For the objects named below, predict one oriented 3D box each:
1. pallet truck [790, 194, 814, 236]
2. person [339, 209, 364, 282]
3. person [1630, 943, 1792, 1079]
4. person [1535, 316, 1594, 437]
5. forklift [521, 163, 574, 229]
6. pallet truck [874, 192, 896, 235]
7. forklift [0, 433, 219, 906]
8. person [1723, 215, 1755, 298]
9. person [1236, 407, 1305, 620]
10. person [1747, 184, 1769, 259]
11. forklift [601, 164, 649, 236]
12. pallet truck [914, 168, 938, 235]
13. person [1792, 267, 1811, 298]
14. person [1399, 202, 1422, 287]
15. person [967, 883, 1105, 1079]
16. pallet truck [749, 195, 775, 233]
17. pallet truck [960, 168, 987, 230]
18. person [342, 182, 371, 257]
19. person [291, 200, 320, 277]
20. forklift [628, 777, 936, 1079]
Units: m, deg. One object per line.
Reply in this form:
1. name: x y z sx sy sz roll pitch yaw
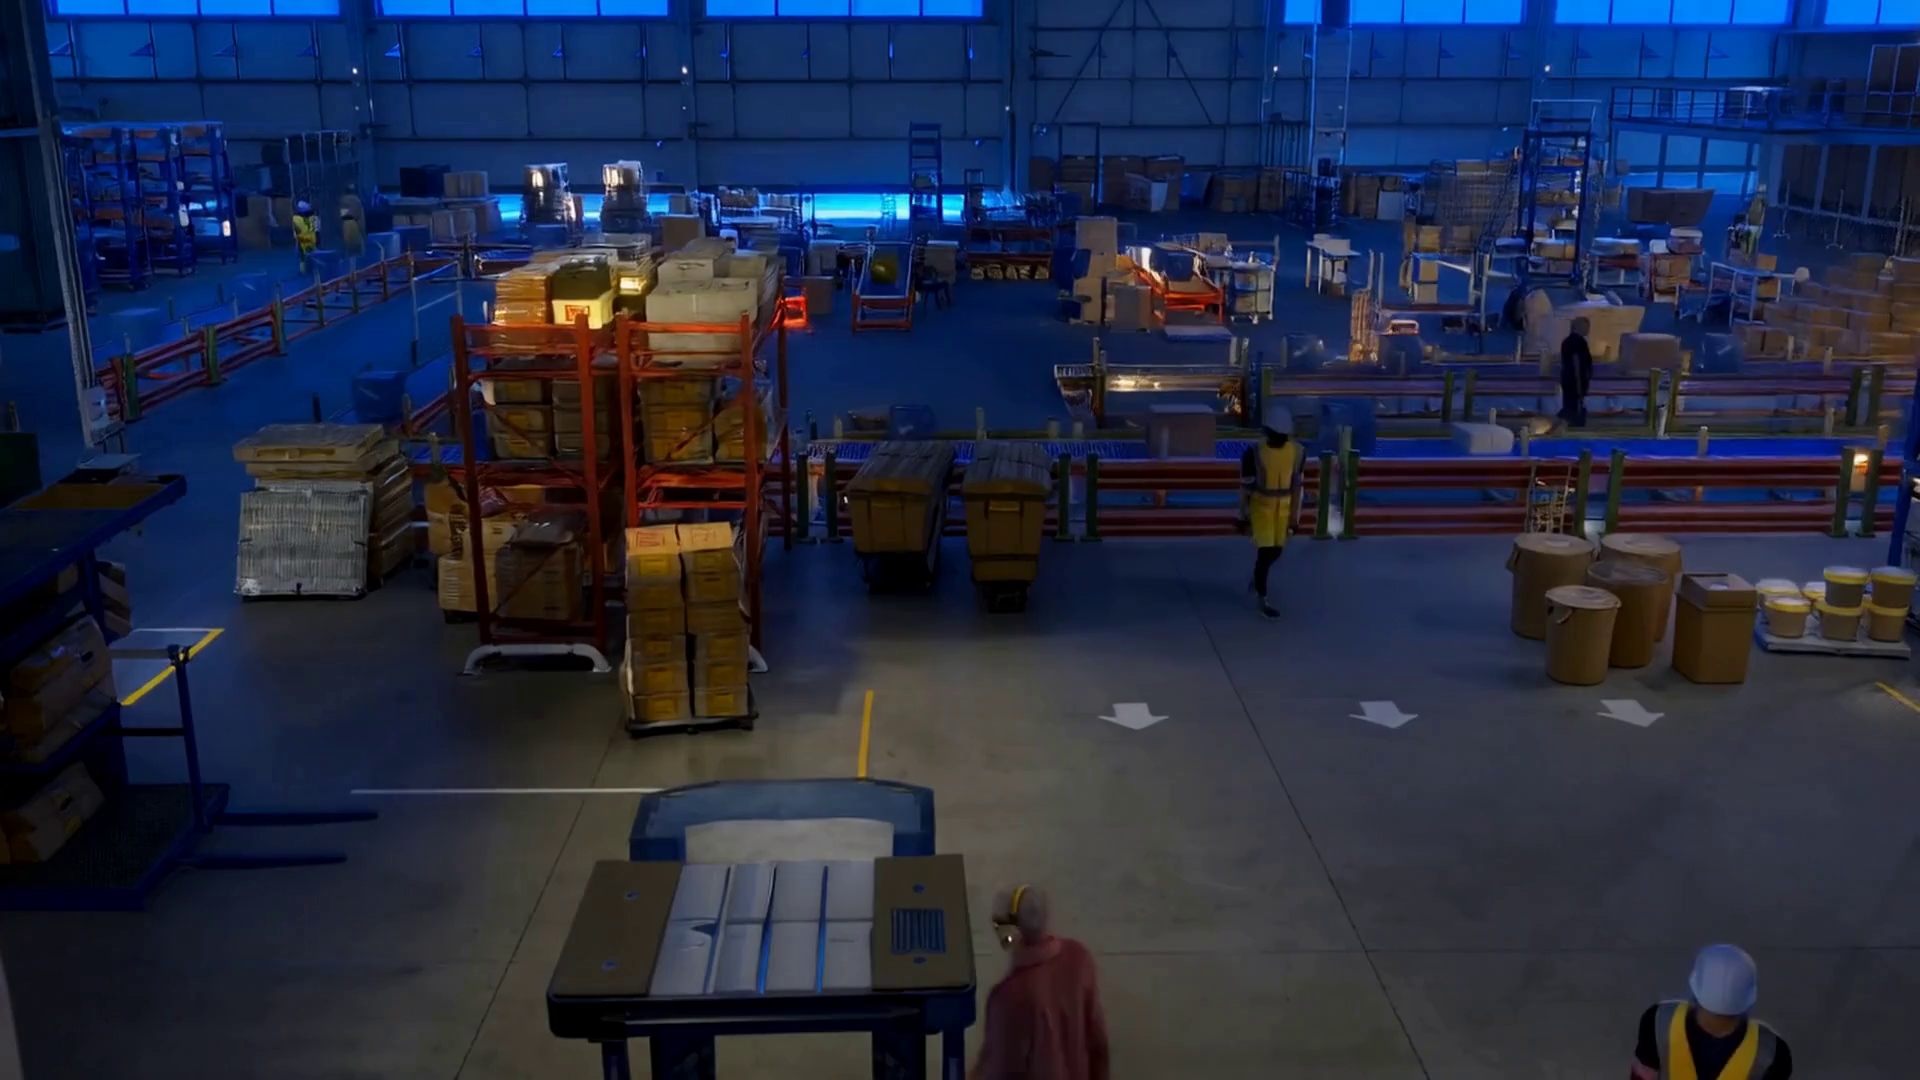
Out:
1. pallet truck: -4.814 -9.883 50.259 0.704 1.261 1.522 -1 16 -3
2. person: -14.357 -6.933 39.197 0.416 1.737 0.555 -15 22 -41
3. person: 2.891 2.386 6.498 0.554 1.918 0.605 10 19 30
4. person: 8.015 -2.007 21.845 0.861 1.882 0.647 2 16 7
5. forklift: -12.233 -10.122 49.298 1.157 1.987 2.680 0 16 -1
6. pallet truck: -2.277 -9.986 50.594 0.653 1.274 1.630 0 16 -1
7. forklift: -5.952 0.780 10.366 1.873 2.768 1.129 0 16 -1
8. person: 17.109 -6.222 36.595 0.598 1.826 0.403 13 21 38
9. person: 2.886 -0.311 15.718 0.616 2.013 0.807 -4 17 -14
10. person: 20.901 -8.330 43.610 0.402 1.990 0.622 9 19 30
11. forklift: -9.948 -10.127 49.296 1.157 1.987 2.680 -1 16 -3
12. pallet truck: -0.989 -10.316 50.507 0.823 1.965 1.885 1 16 3
13. person: 14.811 -3.993 29.232 0.646 1.618 0.502 1 16 2
14. person: 10.467 -6.867 38.630 0.374 1.934 0.548 -3 16 -11
15. person: 0.262 2.293 6.930 0.983 1.853 0.636 8 18 27
16. pallet truck: -6.051 -9.967 50.660 0.680 1.201 1.601 0 16 -1
17. pallet truck: 0.383 -10.230 50.206 0.823 1.965 1.885 -1 16 -3
18. person: -16.217 -8.629 44.725 0.653 1.942 1.023 6 17 20
19. person: -14.872 -6.709 37.889 0.606 2.044 0.373 -4 17 -15
20. forklift: -0.542 2.165 5.552 1.129 2.768 1.873 -1 16 -2
